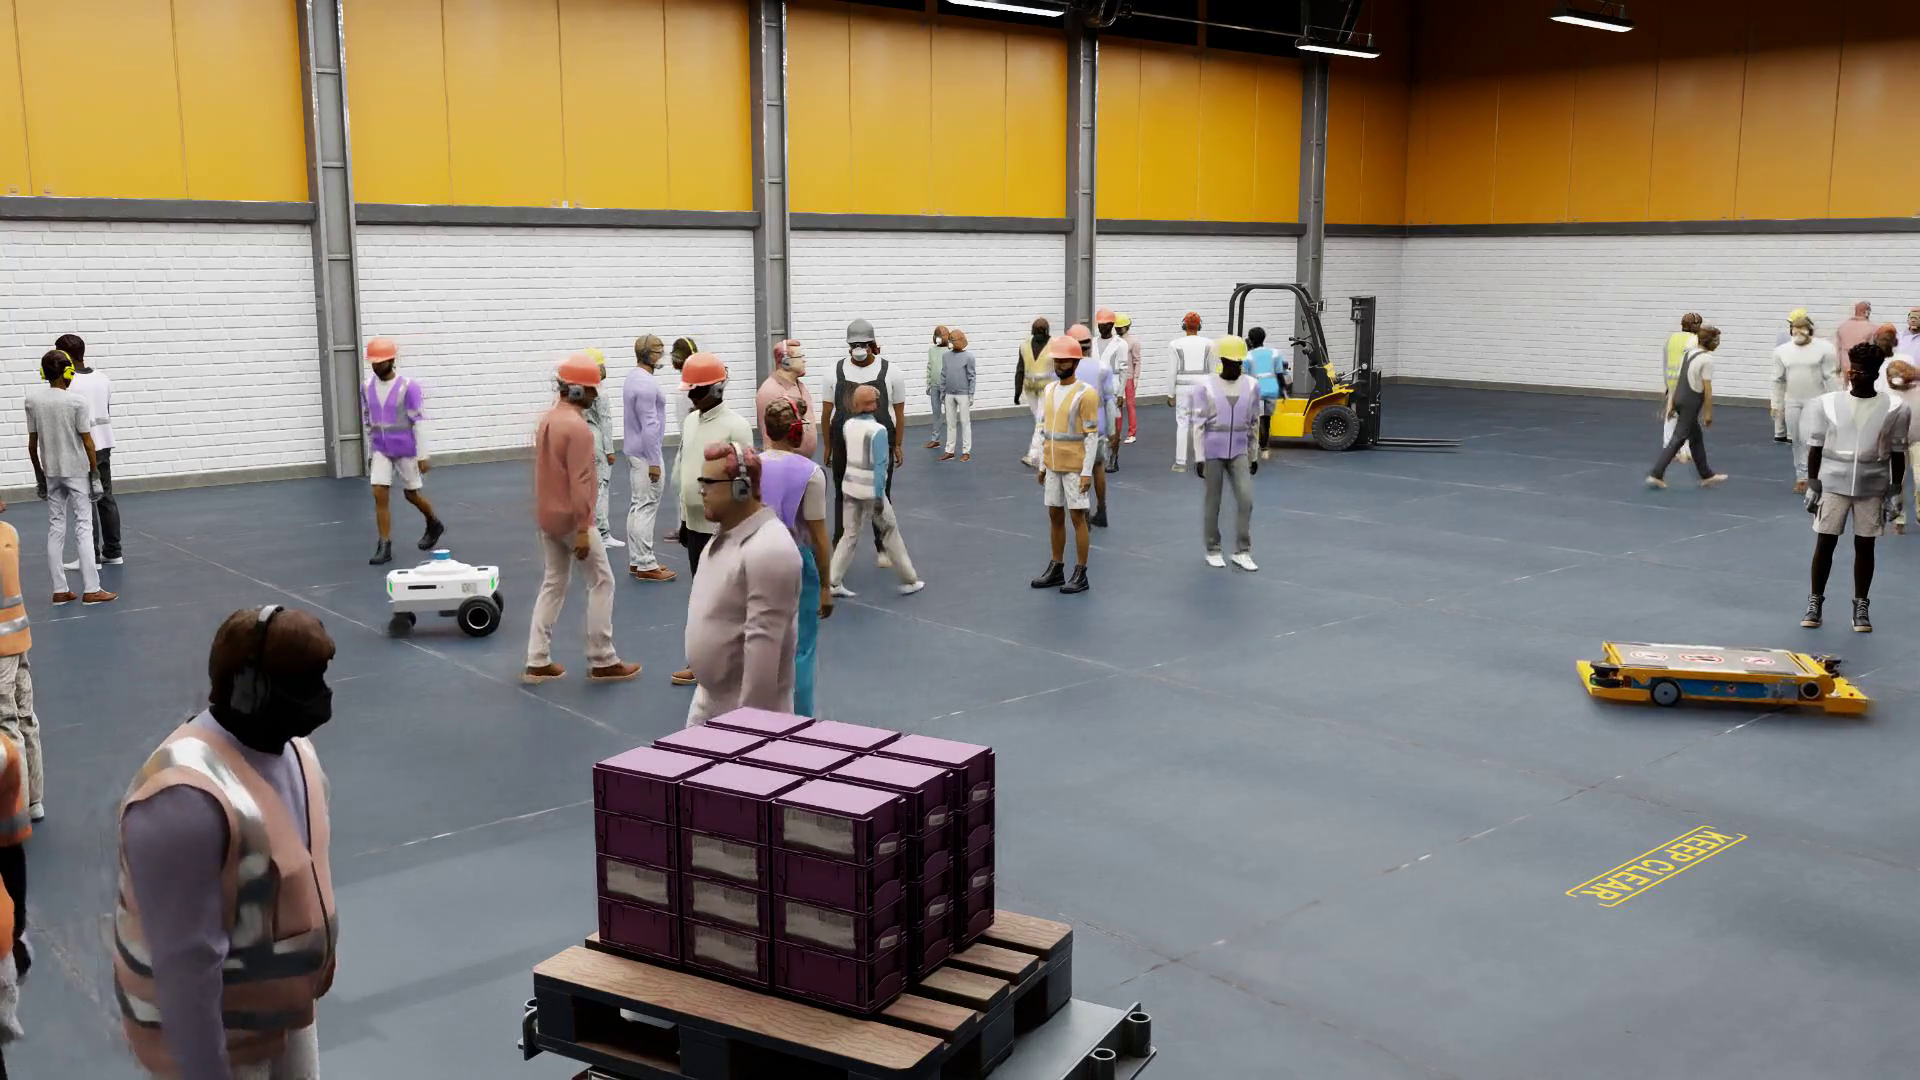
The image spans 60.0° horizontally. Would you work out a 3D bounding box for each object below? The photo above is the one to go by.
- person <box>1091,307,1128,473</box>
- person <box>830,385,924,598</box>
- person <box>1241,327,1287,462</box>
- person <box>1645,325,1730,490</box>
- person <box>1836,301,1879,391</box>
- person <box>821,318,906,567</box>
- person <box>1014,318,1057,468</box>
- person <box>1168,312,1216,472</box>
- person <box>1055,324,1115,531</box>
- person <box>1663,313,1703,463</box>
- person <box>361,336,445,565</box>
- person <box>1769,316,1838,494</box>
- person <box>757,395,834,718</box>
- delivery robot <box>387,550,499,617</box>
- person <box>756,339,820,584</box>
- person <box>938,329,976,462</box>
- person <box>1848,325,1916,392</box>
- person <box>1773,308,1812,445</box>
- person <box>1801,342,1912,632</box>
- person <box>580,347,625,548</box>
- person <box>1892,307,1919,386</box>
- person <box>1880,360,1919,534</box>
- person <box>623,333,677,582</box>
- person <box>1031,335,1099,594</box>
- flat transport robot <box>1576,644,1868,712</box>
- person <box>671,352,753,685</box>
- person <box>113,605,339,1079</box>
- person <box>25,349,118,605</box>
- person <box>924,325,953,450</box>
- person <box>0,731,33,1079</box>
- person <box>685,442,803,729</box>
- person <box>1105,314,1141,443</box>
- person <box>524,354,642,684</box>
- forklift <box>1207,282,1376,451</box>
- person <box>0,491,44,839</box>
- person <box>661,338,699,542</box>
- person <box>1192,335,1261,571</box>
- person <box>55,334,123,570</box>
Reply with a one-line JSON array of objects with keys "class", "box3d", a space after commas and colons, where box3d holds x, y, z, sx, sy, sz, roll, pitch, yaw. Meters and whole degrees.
[{"class": "person", "box3d": [1.698, -1.761, 19.544, 0.543, 1.941, 0.352, 6, 12, 32]}, {"class": "person", "box3d": [-0.658, -0.354, 12.356, 0.800, 1.588, 0.528, -8, 13, -40]}, {"class": "person", "box3d": [3.740, -1.821, 20.730, 0.588, 1.640, 0.838, -2, 10, -9]}, {"class": "person", "box3d": [7.912, -1.429, 18.058, 0.993, 1.789, 0.560, -1, 10, -3]}, {"class": "person", "box3d": [13.085, -2.547, 24.324, 0.737, 1.886, 0.650, -5, 11, -26]}, {"class": "person", "box3d": [-0.791, -0.781, 13.514, 0.690, 2.000, 0.538, 0, 10, 1]}, {"class": "person", "box3d": [0.939, -1.764, 19.992, 0.664, 1.783, 0.913, 6, 11, 32]}, {"class": "person", "box3d": [2.713, -1.730, 19.540, 0.574, 1.880, 0.356, -1, 10, -6]}, {"class": "person", "box3d": [1.139, -1.037, 15.406, 0.570, 1.900, 0.621, -1, 10, -5]}, {"class": "person", "box3d": [8.956, -1.878, 20.518, 0.429, 1.842, 0.630, -3, 10, -19]}, {"class": "person", "box3d": [-4.695, -0.780, 13.967, 0.567, 1.894, 0.891, 2, 10, 12]}, {"class": "person", "box3d": [8.975, -1.436, 17.767, 0.692, 1.894, 0.652, -9, 13, -43]}, {"class": "person", "box3d": [-0.882, 0.204, 8.314, 0.565, 1.846, 0.390, 6, 12, 33]}, {"class": "delivery robot", "box3d": [-3.477, 0.310, 11.195, 0.707, 0.478, 0.477, -2, 10, -12]}, {"class": "person", "box3d": [-1.278, -0.558, 12.598, 0.408, 1.908, 0.643, 3, 10, 17]}, {"class": "person", "box3d": [-0.035, -1.787, 20.592, 0.498, 1.633, 0.282, 6, 12, 33]}, {"class": "person", "box3d": [9.332, -1.259, 16.909, 0.606, 1.828, 0.996, 6, 11, 29]}, {"class": "person", "box3d": [11.206, -2.187, 22.344, 0.403, 1.835, 0.588, -1, 10, -8]}, {"class": "person", "box3d": [6.056, -0.358, 11.265, 0.608, 1.962, 0.374, 5, 11, 28]}, {"class": "person", "box3d": [-3.179, -0.800, 14.489, 0.486, 1.746, 0.290, 8, 13, 39]}, {"class": "person", "box3d": [11.839, -1.942, 20.700, 0.409, 1.907, 0.651, -9, 13, -43]}, {"class": "person", "box3d": [8.601, -0.834, 15.129, 0.590, 1.601, 0.345, 5, 11, 25]}, {"class": "person", "box3d": [-2.449, -0.641, 12.997, 0.352, 1.936, 0.633, -3, 10, -19]}, {"class": "person", "box3d": [0.791, -0.570, 12.563, 0.345, 1.942, 0.551, -9, 13, -42]}, {"class": "flat transport robot", "box3d": [4.350, 0.775, 9.573, 1.431, 0.197, 0.652, 2, 10, 13]}, {"class": "person", "box3d": [-1.447, -0.086, 9.690, 0.611, 1.957, 0.393, 9, 13, 44]}, {"class": "person", "box3d": [-1.630, 1.032, 3.583, 0.633, 1.812, 0.639, 0, 10, 2]}, {"class": "person", "box3d": [-6.479, -0.449, 12.092, 0.508, 1.864, 0.329, 1, 10, 4]}, {"class": "person", "box3d": [-0.240, -2.005, 21.867, 0.497, 1.634, 0.287, 7, 12, 34]}, {"class": "person", "box3d": [-2.558, 1.015, 4.042, 0.413, 1.689, 0.572, 6, 11, 31]}, {"class": "person", "box3d": [-0.744, 0.557, 6.185, 0.931, 1.870, 0.640, -6, 11, -30]}, {"class": "person", "box3d": [2.207, -2.186, 22.574, 0.527, 1.757, 0.342, 9, 13, 44]}, {"class": "person", "box3d": [-2.323, -0.113, 9.837, 0.642, 1.961, 0.652, -8, 12, -39]}, {"class": "forklift", "box3d": [4.328, -2.346, 22.227, 2.313, 2.155, 1.214, 3, 10, 16]}, {"class": "person", "box3d": [-4.196, 0.496, 7.212, 0.310, 1.639, 0.514, -2, 10, -13]}, {"class": "person", "box3d": [-2.369, -0.855, 14.559, 0.601, 1.830, 0.551, -5, 11, -26]}, {"class": "person", "box3d": [2.166, -0.687, 13.384, 0.612, 1.896, 0.726, -2, 10, -10]}, {"class": "person", "box3d": [-7.075, -0.708, 13.478, 0.397, 1.911, 0.587, 1, 10, 8]}]
